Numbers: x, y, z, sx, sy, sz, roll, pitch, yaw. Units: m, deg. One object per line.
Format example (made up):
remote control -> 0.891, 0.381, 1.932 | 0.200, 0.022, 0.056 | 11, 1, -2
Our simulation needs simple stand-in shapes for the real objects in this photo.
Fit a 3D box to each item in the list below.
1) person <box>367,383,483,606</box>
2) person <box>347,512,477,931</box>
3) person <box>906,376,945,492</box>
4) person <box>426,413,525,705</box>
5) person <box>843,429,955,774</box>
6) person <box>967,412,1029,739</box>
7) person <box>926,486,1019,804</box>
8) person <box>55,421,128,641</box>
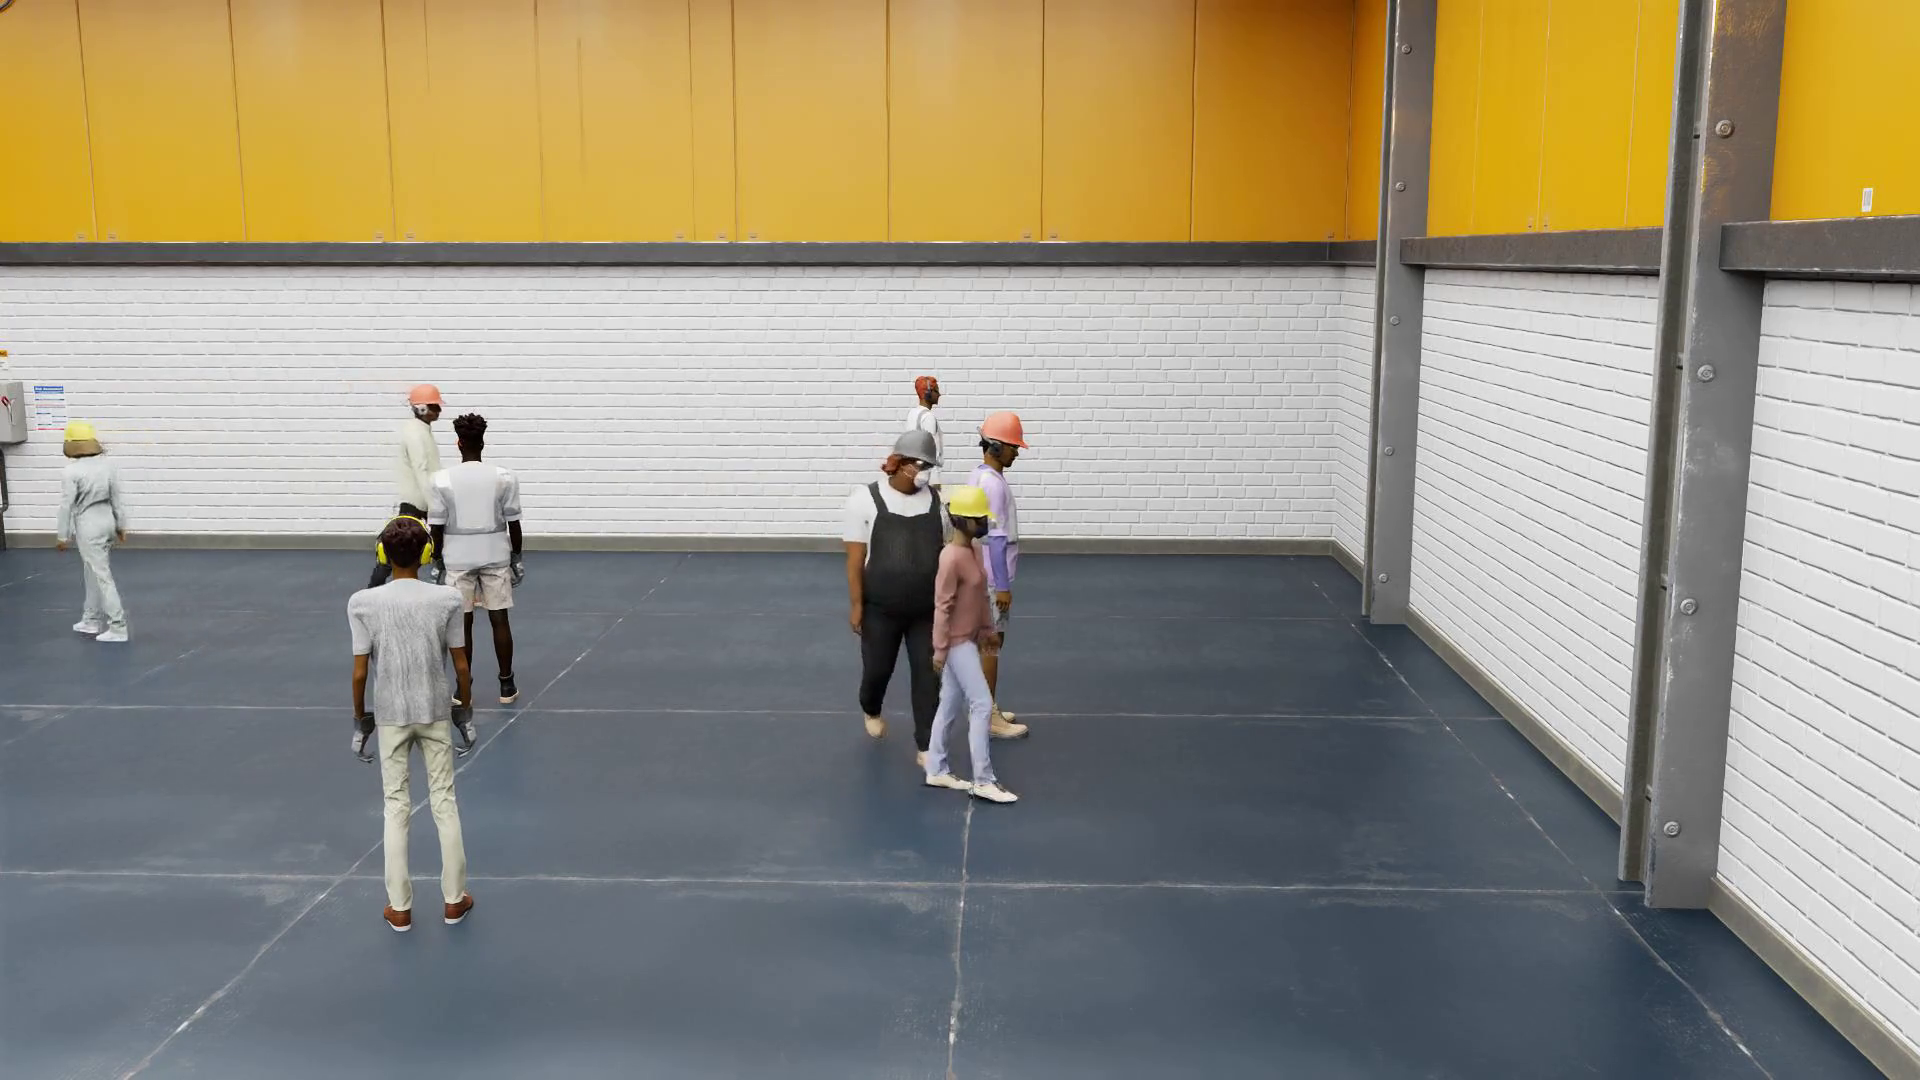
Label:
person -> -4.585, -0.355, 14.060 | 1.067, 1.940, 0.606 | 0, 10, -1
person -> -2.438, 0.807, 7.414 | 0.537, 1.869, 0.314 | -3, 10, -19
person -> -0.315, -0.589, 15.549 | 0.355, 1.883, 0.573 | -4, 10, -22
person -> -3.218, 0.133, 11.080 | 0.615, 1.963, 0.361 | -4, 10, -20
person -> -0.339, 0.309, 9.828 | 0.688, 2.000, 0.813 | -2, 10, -14
person -> 0.231, 0.216, 10.396 | 0.390, 2.034, 0.605 | -2, 10, -10
person -> 0.110, 0.569, 9.172 | 0.692, 1.744, 0.537 | 2, 10, 14
person -> -6.821, -0.067, 12.930 | 0.748, 1.715, 0.500 | 3, 10, 16
